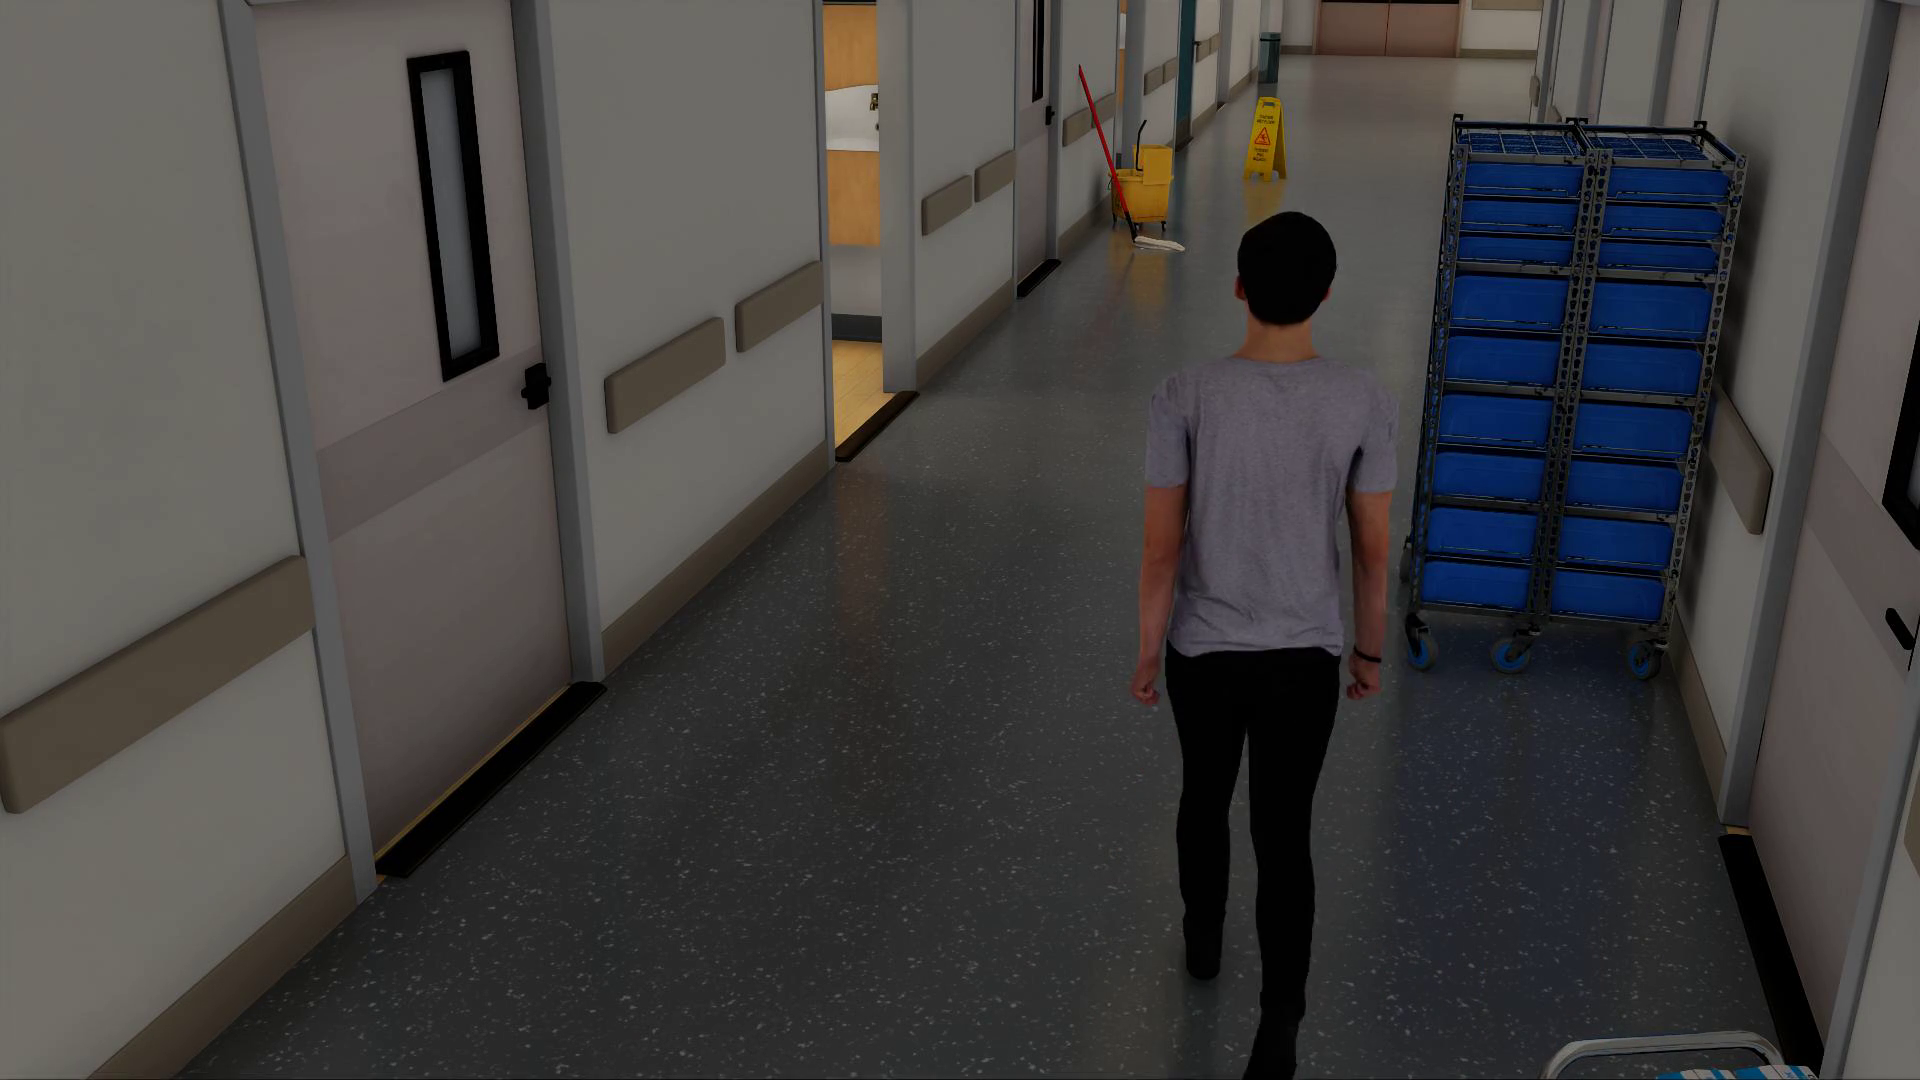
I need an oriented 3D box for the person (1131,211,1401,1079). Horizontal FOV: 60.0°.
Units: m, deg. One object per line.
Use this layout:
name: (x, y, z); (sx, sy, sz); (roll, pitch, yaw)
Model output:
person: (0.619, 0.286, 3.470); (0.768, 1.834, 1.166); (3, 21, 8)
